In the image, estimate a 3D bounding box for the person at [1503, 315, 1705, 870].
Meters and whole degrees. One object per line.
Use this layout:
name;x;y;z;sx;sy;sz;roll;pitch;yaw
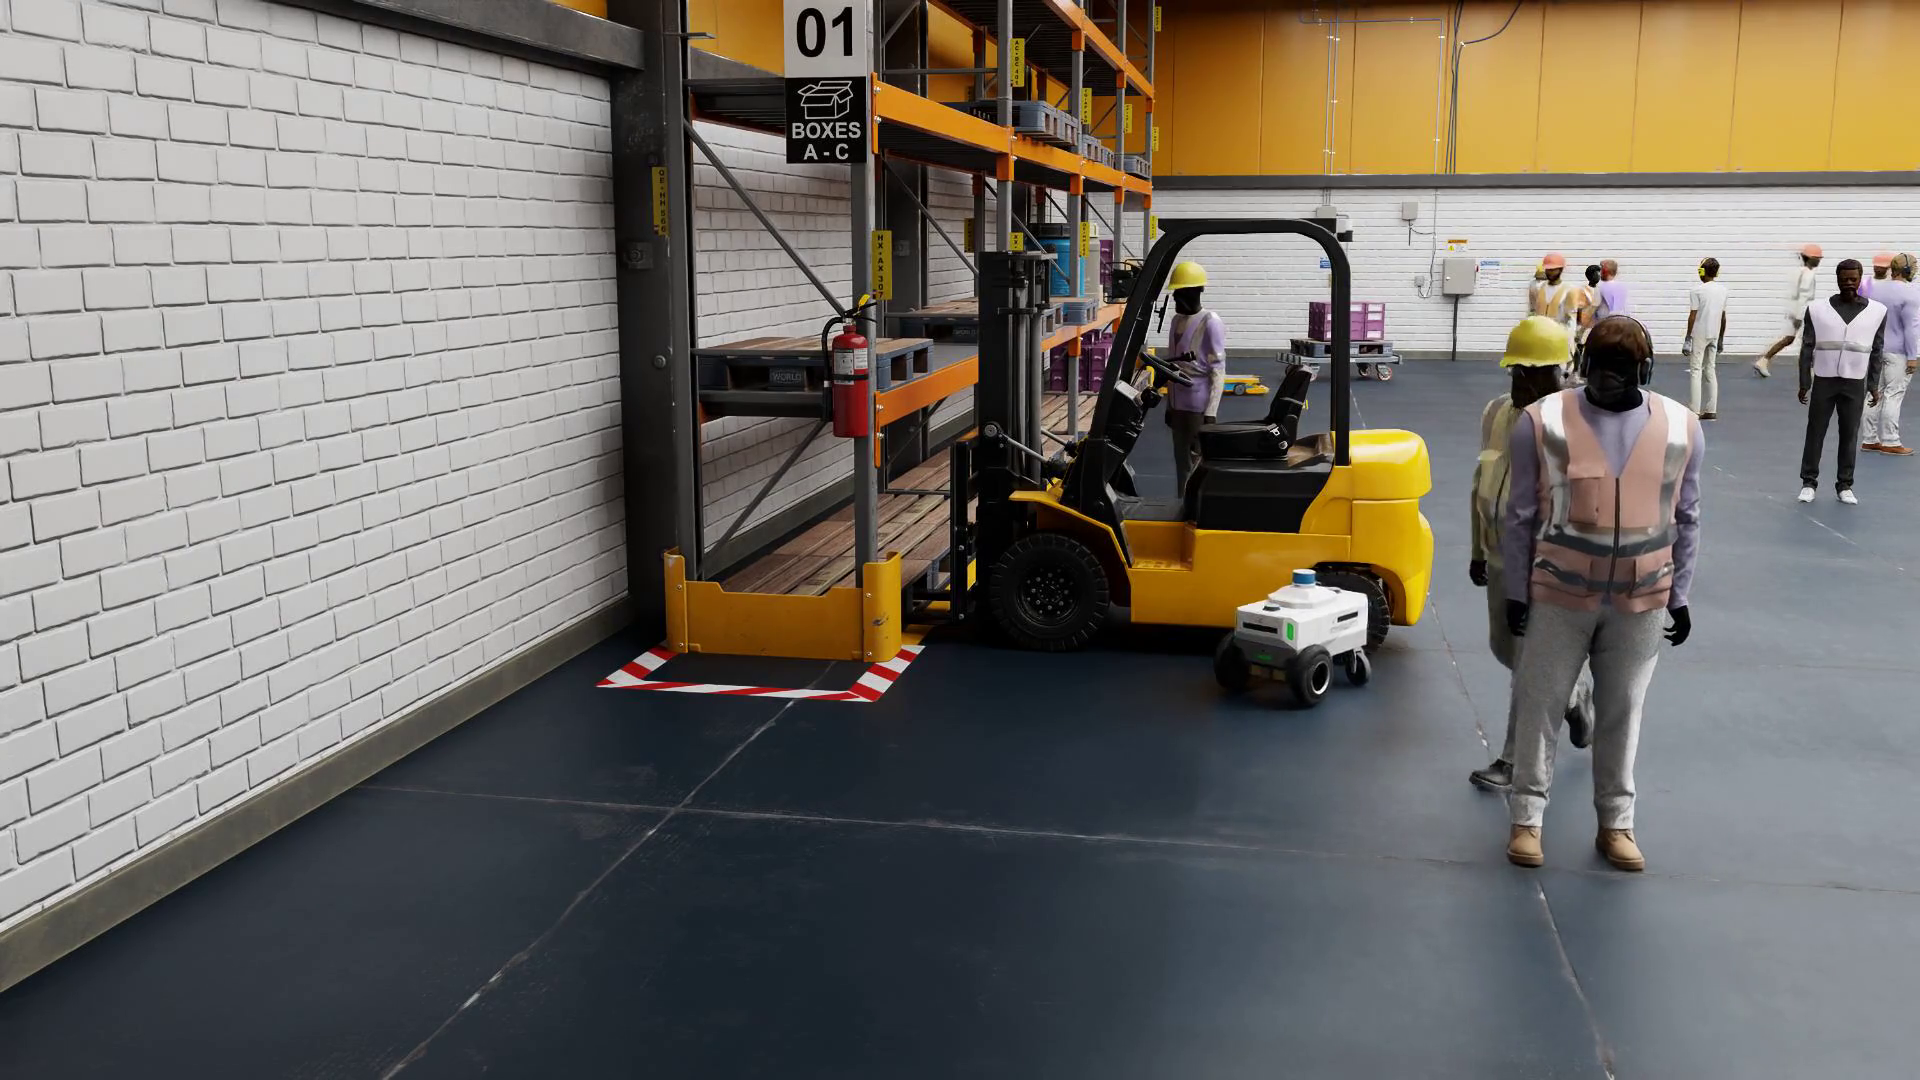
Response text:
person;2.116;0.181;5.510;0.624;1.841;0.430;2;10;9

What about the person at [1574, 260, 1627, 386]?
person;8.044;-2.609;20.907;0.575;1.803;0.841;-8;13;-38

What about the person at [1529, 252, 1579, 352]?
person;6.488;-2.211;18.390;0.571;1.919;0.650;10;14;43

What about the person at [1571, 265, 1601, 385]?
person;8.929;-3.049;23.601;0.539;1.695;0.318;-6;12;-29

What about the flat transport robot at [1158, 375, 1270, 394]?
flat transport robot;3.356;-2.083;22.218;1.431;0.197;0.652;-1;10;-3

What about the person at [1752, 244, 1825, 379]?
person;12.281;-3.350;24.458;1.010;2.003;0.616;2;11;10

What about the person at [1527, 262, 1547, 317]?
person;8.834;-3.404;25.456;0.479;1.727;0.497;-4;11;-21

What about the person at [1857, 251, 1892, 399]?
person;11.696;-2.733;21.279;0.540;1.908;0.660;8;13;37

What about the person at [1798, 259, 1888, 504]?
person;6.928;-1.245;13.107;0.591;1.919;0.391;4;11;20

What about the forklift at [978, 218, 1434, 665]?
forklift;1.285;-0.567;8.635;2.313;2.155;1.214;2;11;11

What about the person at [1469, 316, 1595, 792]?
person;2.272;0.039;6.390;0.731;1.811;0.617;-6;12;-29

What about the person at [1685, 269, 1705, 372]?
person;11.479;-3.400;25.684;0.523;1.639;0.306;-6;12;-29

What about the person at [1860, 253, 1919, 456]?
person;8.956;-1.776;15.965;0.370;1.939;0.631;-2;10;-8

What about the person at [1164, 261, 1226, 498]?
person;1.569;-0.938;11.405;0.386;1.922;0.594;-5;11;-23

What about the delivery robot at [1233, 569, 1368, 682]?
delivery robot;1.584;0.378;7.695;0.477;0.478;0.707;10;14;43

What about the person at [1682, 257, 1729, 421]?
person;8.466;-2.273;18.918;0.525;1.861;0.320;-3;11;-15
